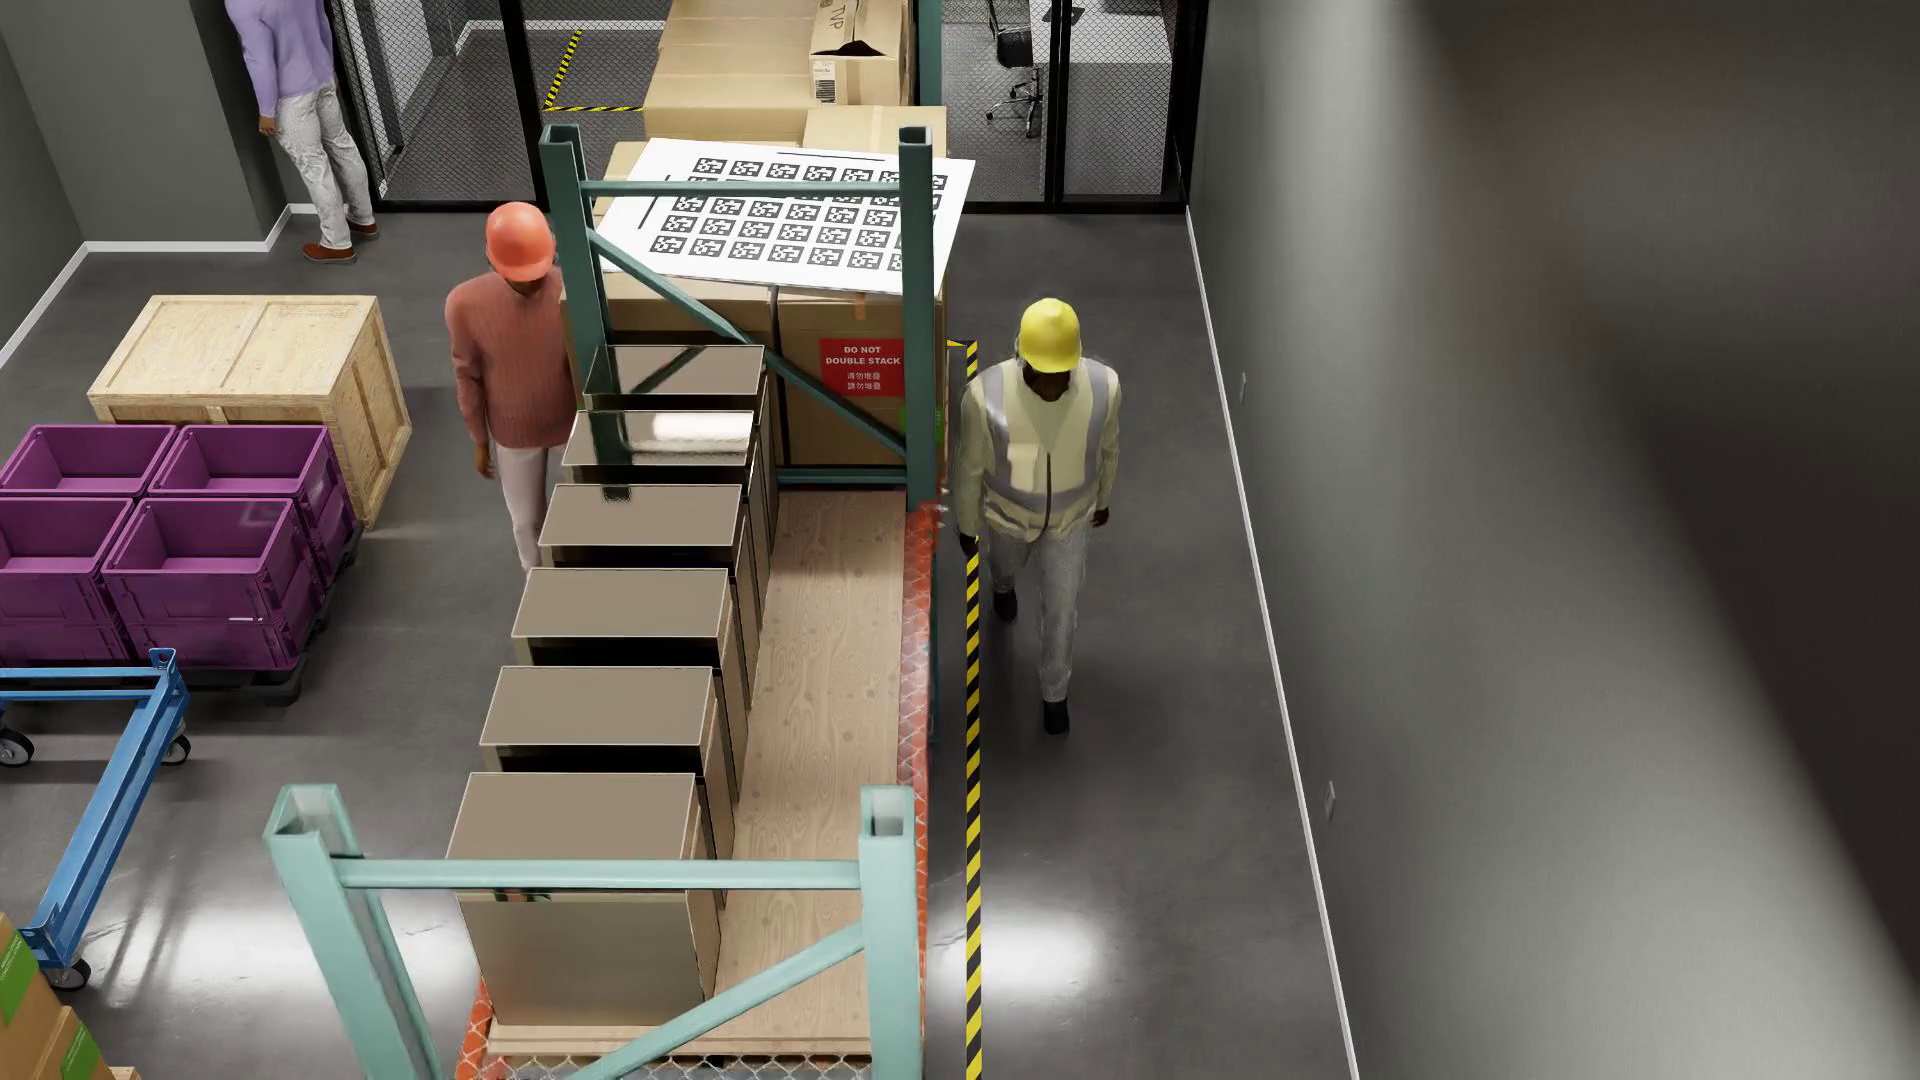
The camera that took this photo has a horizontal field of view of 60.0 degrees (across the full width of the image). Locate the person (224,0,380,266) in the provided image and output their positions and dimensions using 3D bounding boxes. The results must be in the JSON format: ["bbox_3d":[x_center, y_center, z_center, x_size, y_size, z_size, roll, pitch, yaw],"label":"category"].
[{"bbox_3d":[-3.410,-2.333,8.553,0.369,1.938,0.630,12,43,13],"label":"person"}]

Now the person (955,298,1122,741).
[{"bbox_3d":[0.278,-0.189,6.212,0.607,1.804,0.881,-3,41,-3],"label":"person"}]

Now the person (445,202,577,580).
[{"bbox_3d":[-1.549,-0.423,6.344,0.634,1.973,0.450,-10,42,-11],"label":"person"}]
